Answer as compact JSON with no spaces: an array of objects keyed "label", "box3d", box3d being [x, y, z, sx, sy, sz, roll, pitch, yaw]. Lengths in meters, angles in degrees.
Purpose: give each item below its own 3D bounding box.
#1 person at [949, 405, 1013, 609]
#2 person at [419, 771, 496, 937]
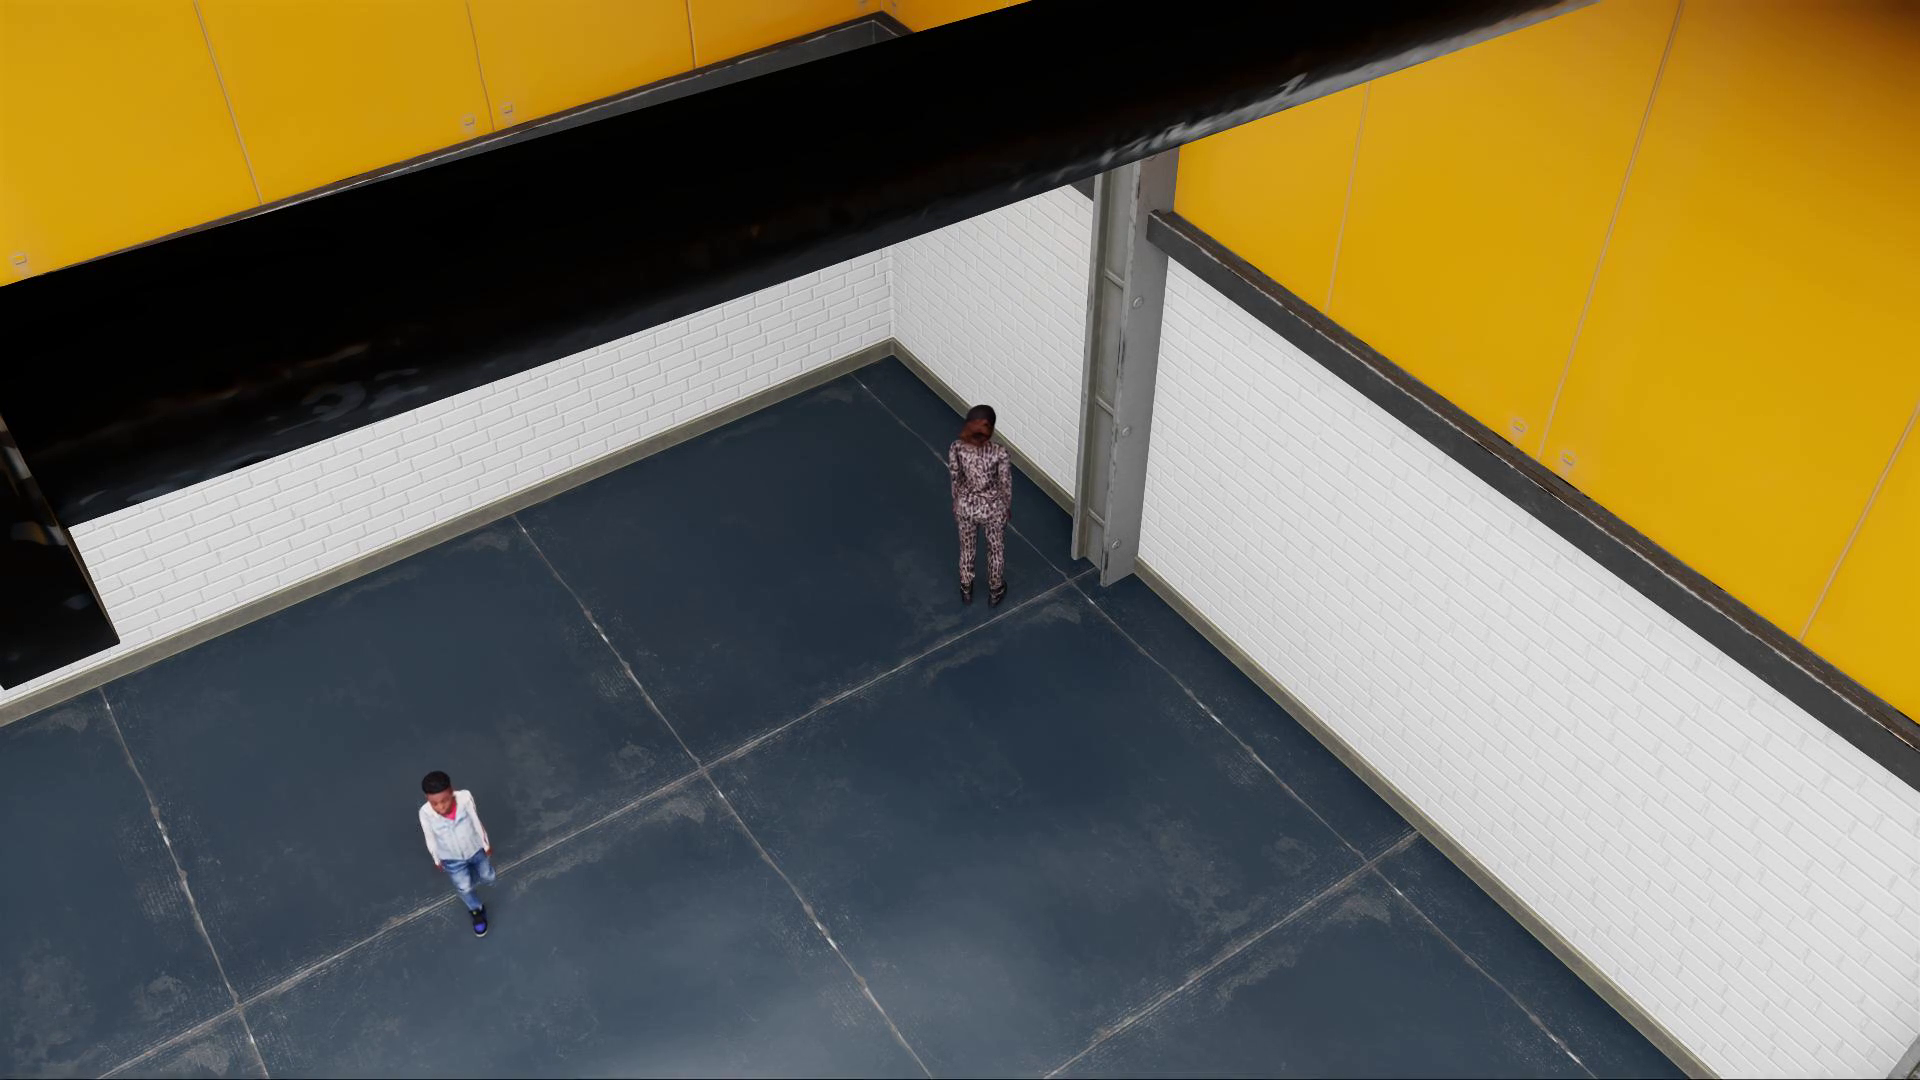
[{"label":"person","box3d":[0.140,-0.221,11.282,0.661,1.717,0.728,9,44,9]},{"label":"person","box3d":[-2.879,1.724,9.582,0.575,1.247,0.772,-16,46,-16]}]
